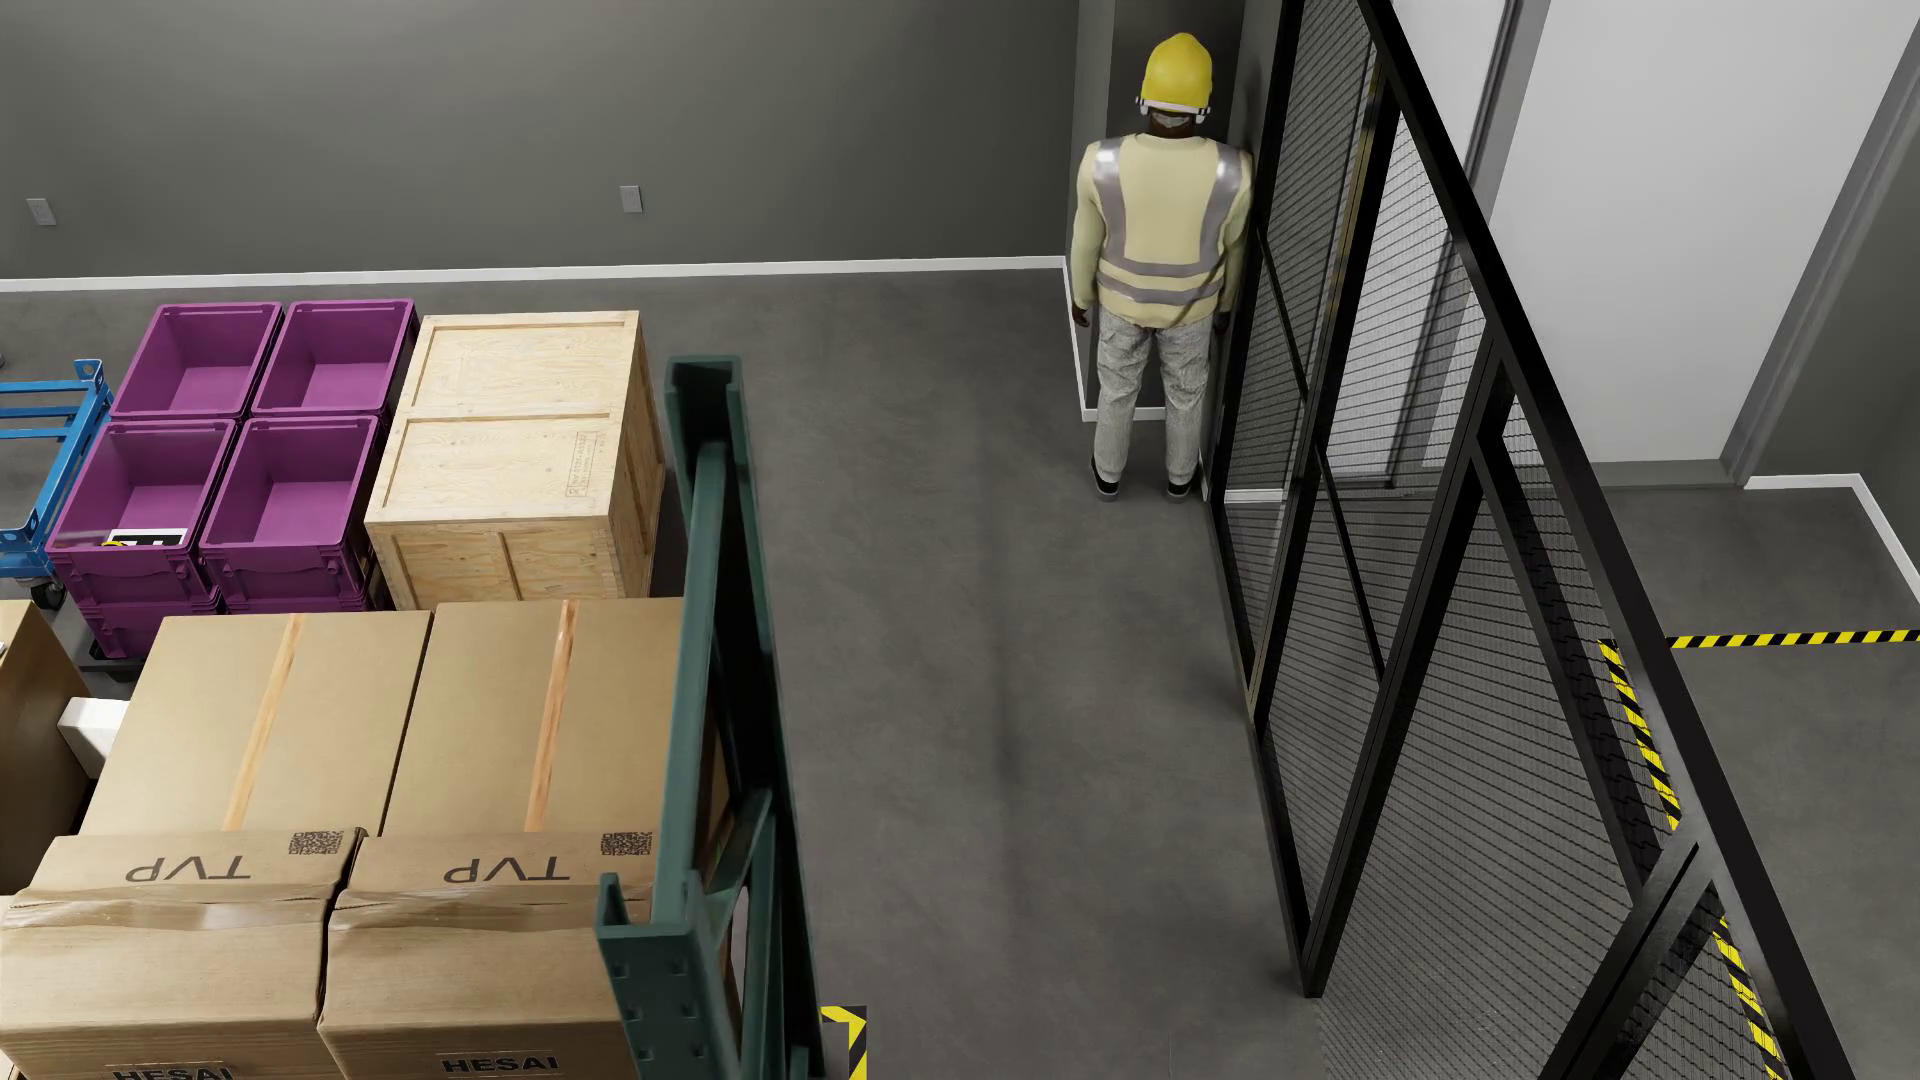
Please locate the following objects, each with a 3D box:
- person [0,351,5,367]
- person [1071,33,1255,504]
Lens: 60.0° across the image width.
[{"bbox_3d":[-4.036,-1.274,5.972,0.370,1.941,0.627,-3,46,-3],"label":"person"},{"bbox_3d":[0.669,-0.860,5.648,0.589,1.835,0.404,5,47,5],"label":"person"}]
